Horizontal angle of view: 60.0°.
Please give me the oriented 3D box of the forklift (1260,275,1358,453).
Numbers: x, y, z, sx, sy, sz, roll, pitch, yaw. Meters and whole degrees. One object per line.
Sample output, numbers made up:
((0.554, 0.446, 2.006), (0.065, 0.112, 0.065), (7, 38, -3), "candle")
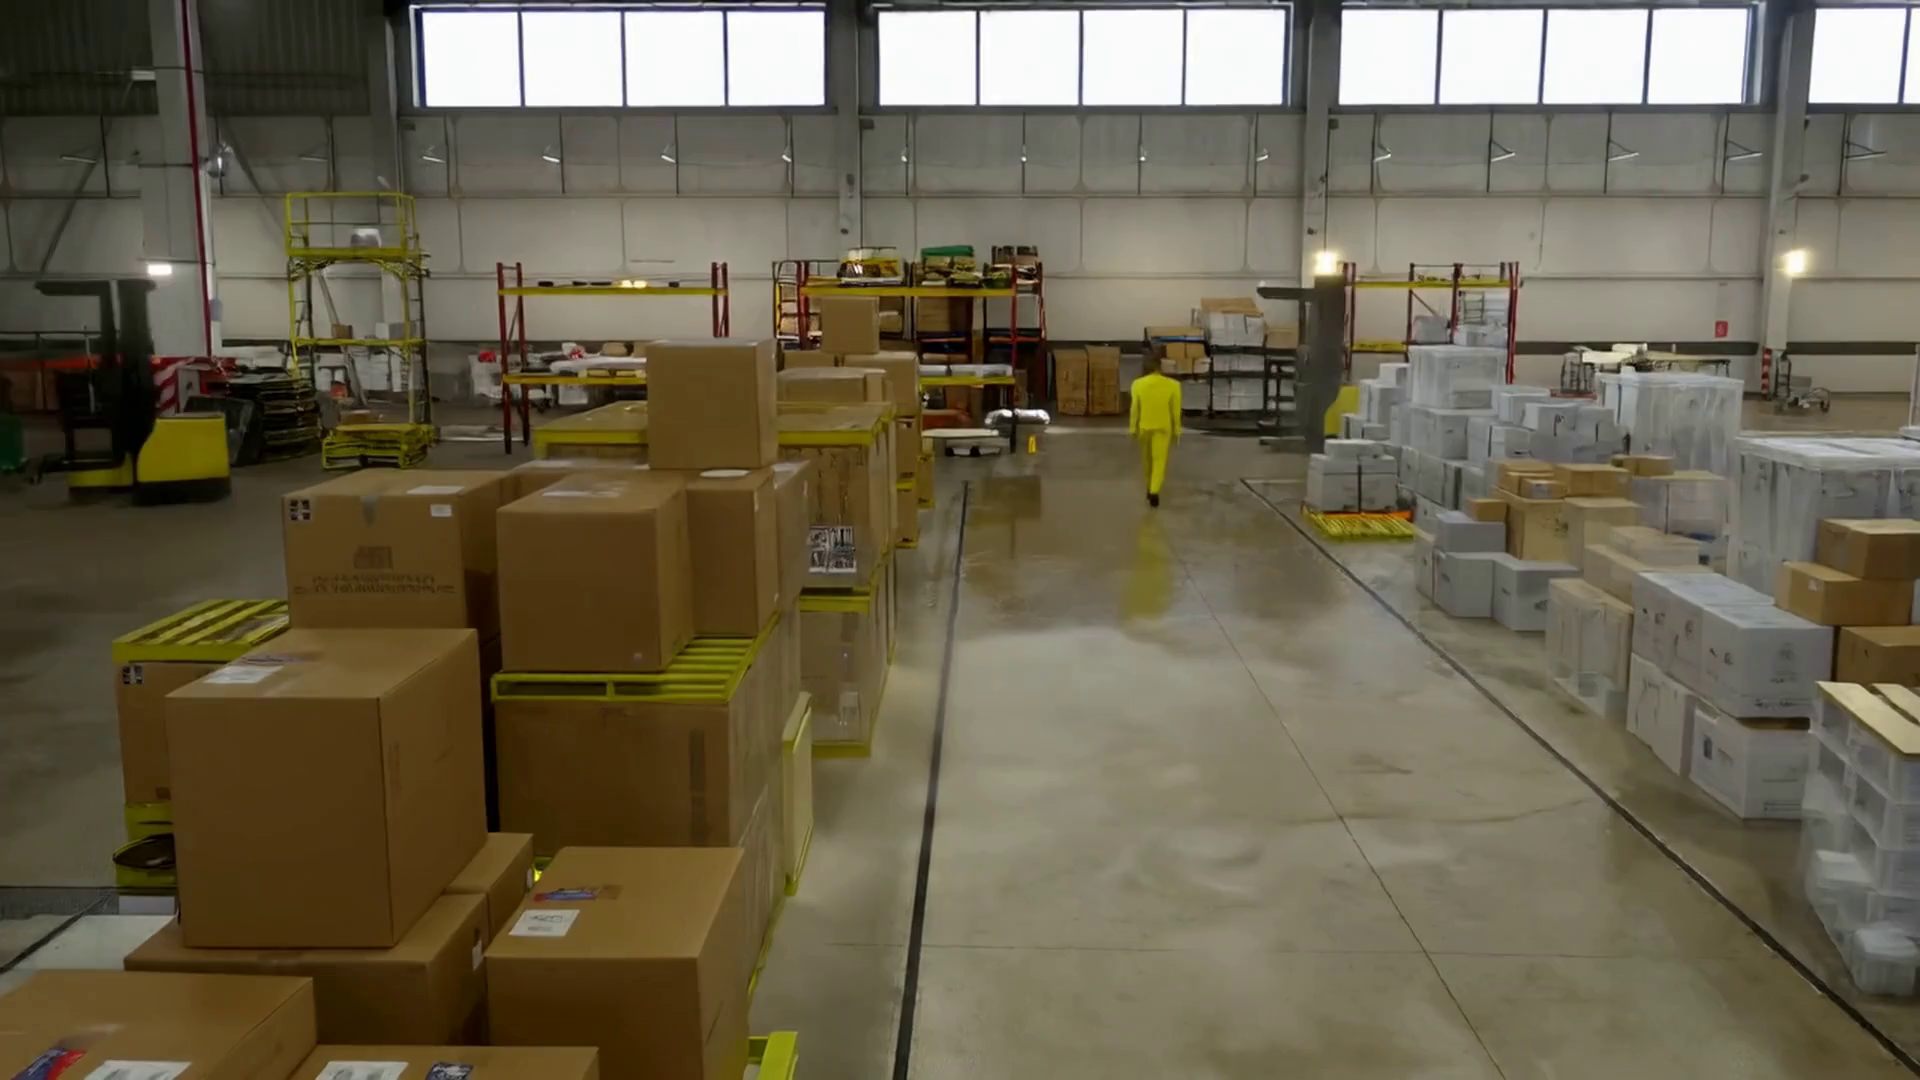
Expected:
((5.860, -2.821, 26.535), (1.873, 2.768, 1.129), (0, 9, 1), "forklift")

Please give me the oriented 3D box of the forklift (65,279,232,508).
((-10.307, -1.890, 20.959), (1.873, 2.768, 1.129), (-4, 10, -25), "forklift")

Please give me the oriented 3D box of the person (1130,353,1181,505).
((2.450, -1.402, 20.952), (0.635, 1.906, 0.973), (2, 10, 10), "person")

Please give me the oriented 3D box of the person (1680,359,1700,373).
((9.016, -1.323, 20.665), (0.619, 1.845, 0.430), (-3, 10, -17), "person")
